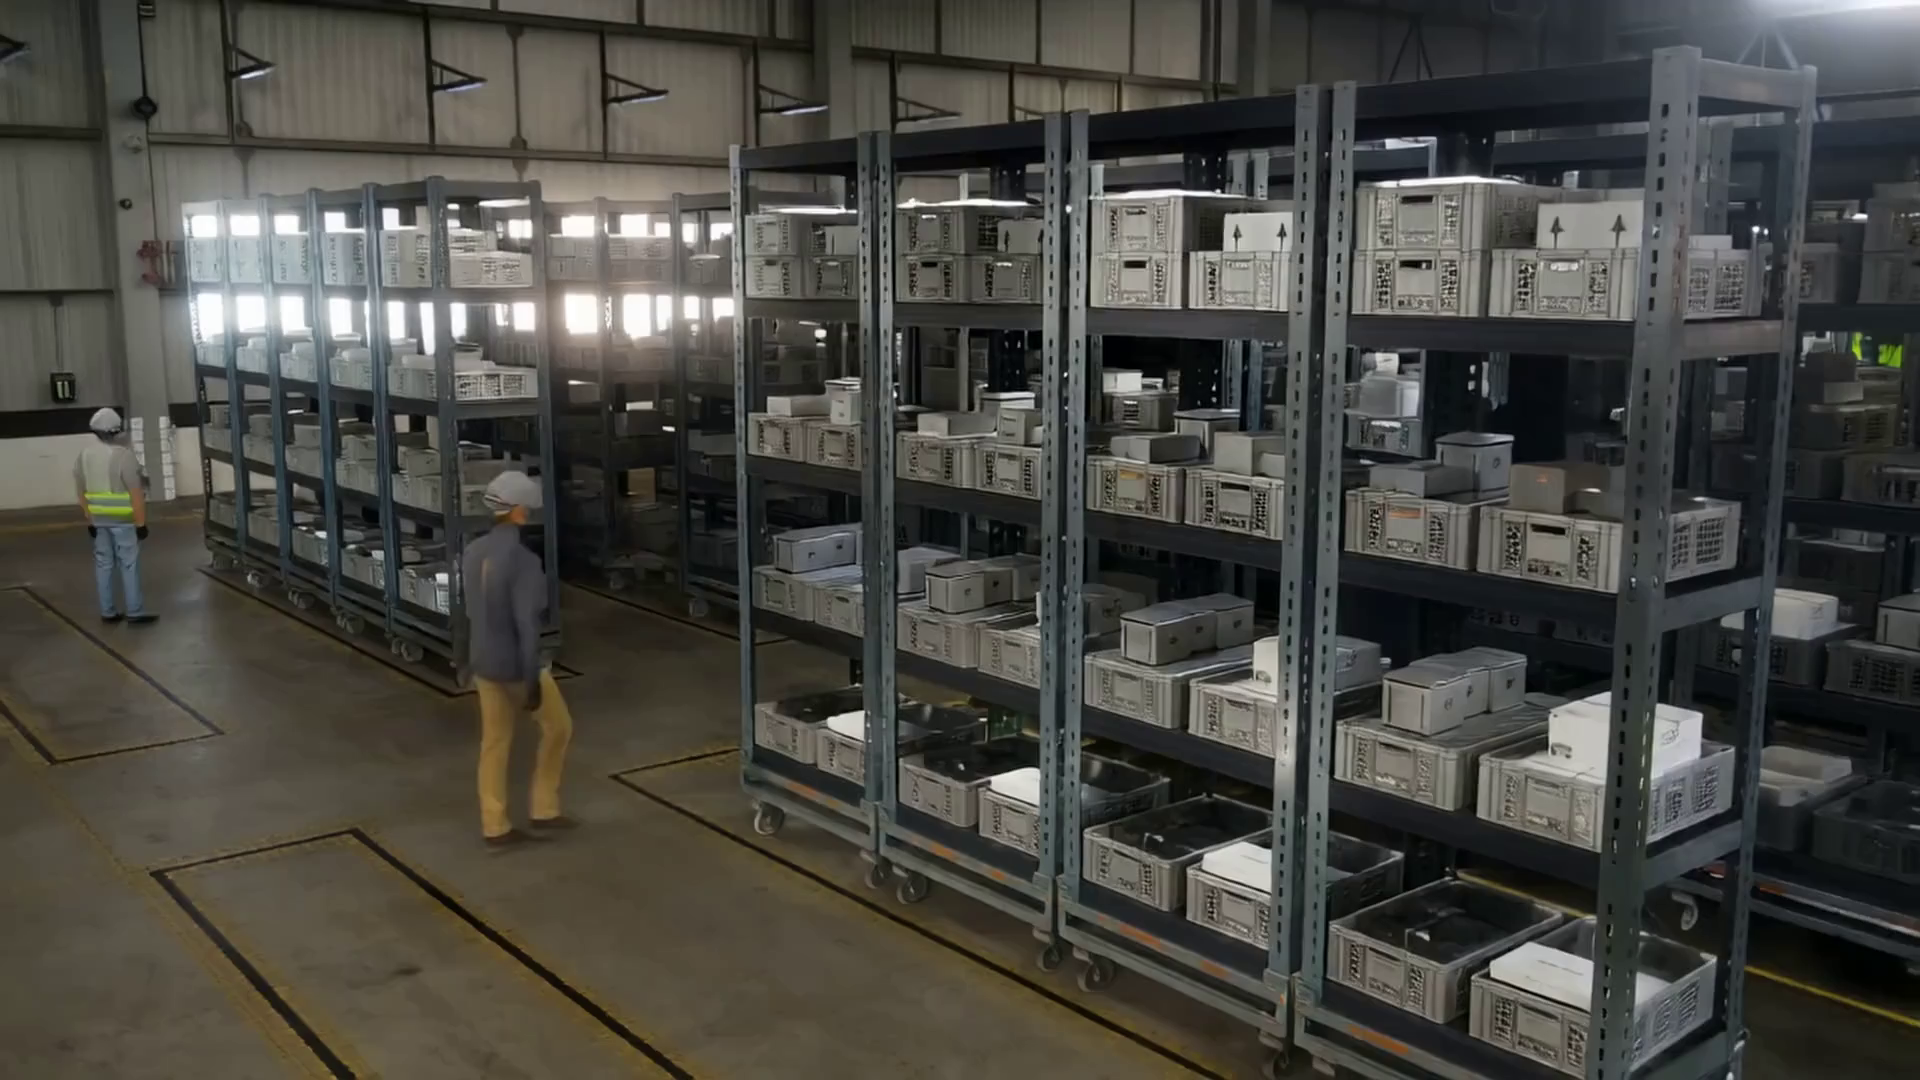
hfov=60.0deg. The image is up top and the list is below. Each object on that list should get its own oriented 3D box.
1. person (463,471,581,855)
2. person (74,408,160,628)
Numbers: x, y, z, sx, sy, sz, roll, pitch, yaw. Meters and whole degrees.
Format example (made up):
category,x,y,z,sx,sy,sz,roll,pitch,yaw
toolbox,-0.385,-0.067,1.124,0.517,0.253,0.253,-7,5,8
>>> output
category,x,y,z,sx,sy,sz,roll,pitch,yaw
person,-2.231,0.618,8.571,0.621,1.966,0.677,7,12,37
person,-7.002,-0.182,13.816,0.588,1.837,0.404,2,10,13
